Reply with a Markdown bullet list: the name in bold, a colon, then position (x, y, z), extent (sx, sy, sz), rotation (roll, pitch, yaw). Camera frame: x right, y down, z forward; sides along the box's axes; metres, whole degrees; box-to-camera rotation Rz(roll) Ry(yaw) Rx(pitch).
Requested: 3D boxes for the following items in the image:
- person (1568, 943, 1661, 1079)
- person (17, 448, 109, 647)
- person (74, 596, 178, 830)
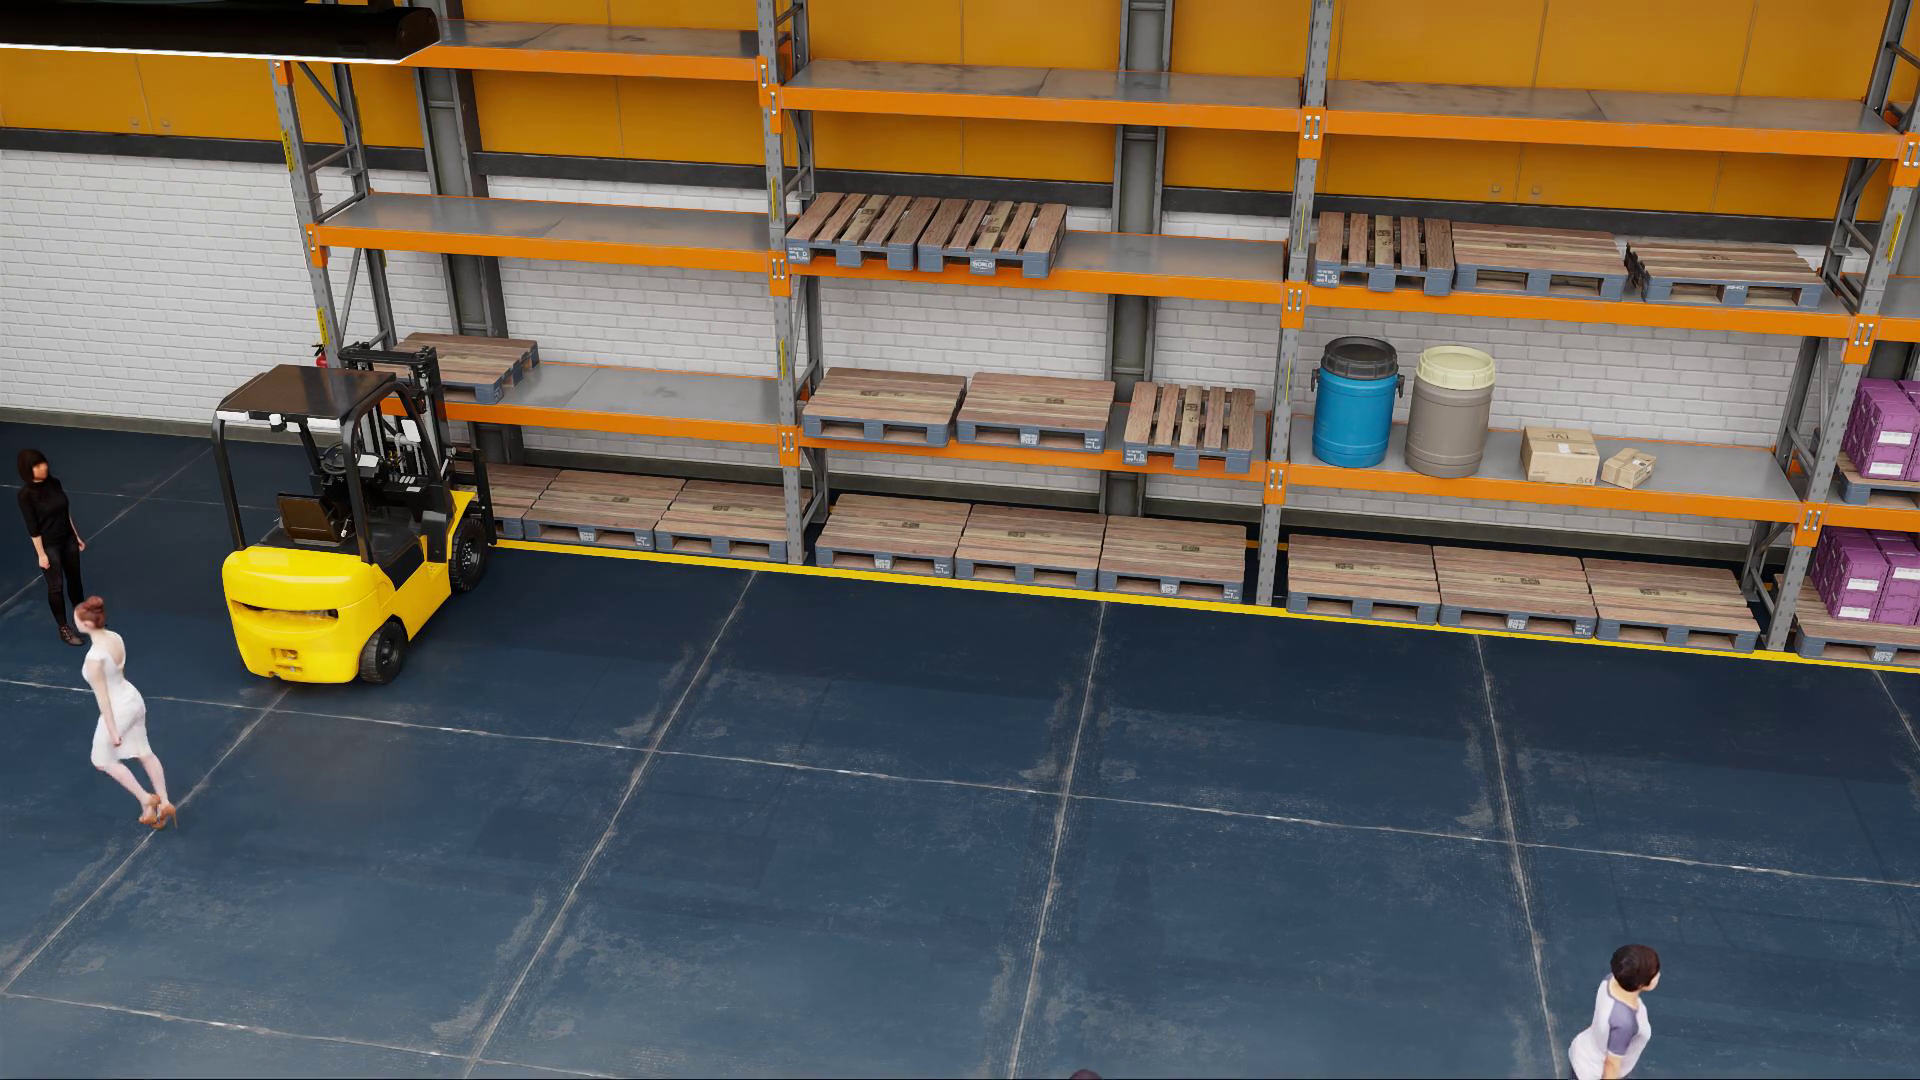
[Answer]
- **person**: position (3.155, 2.626, 8.331), extent (0.596, 1.552, 0.581), rotation (2, 29, 3)
- **person**: position (-7.085, 0.024, 13.006), extent (0.520, 1.642, 0.588), rotation (8, 30, 14)
- **person**: position (-5.337, 1.153, 10.790), extent (0.682, 1.782, 0.654), rotation (-1, 29, -1)
